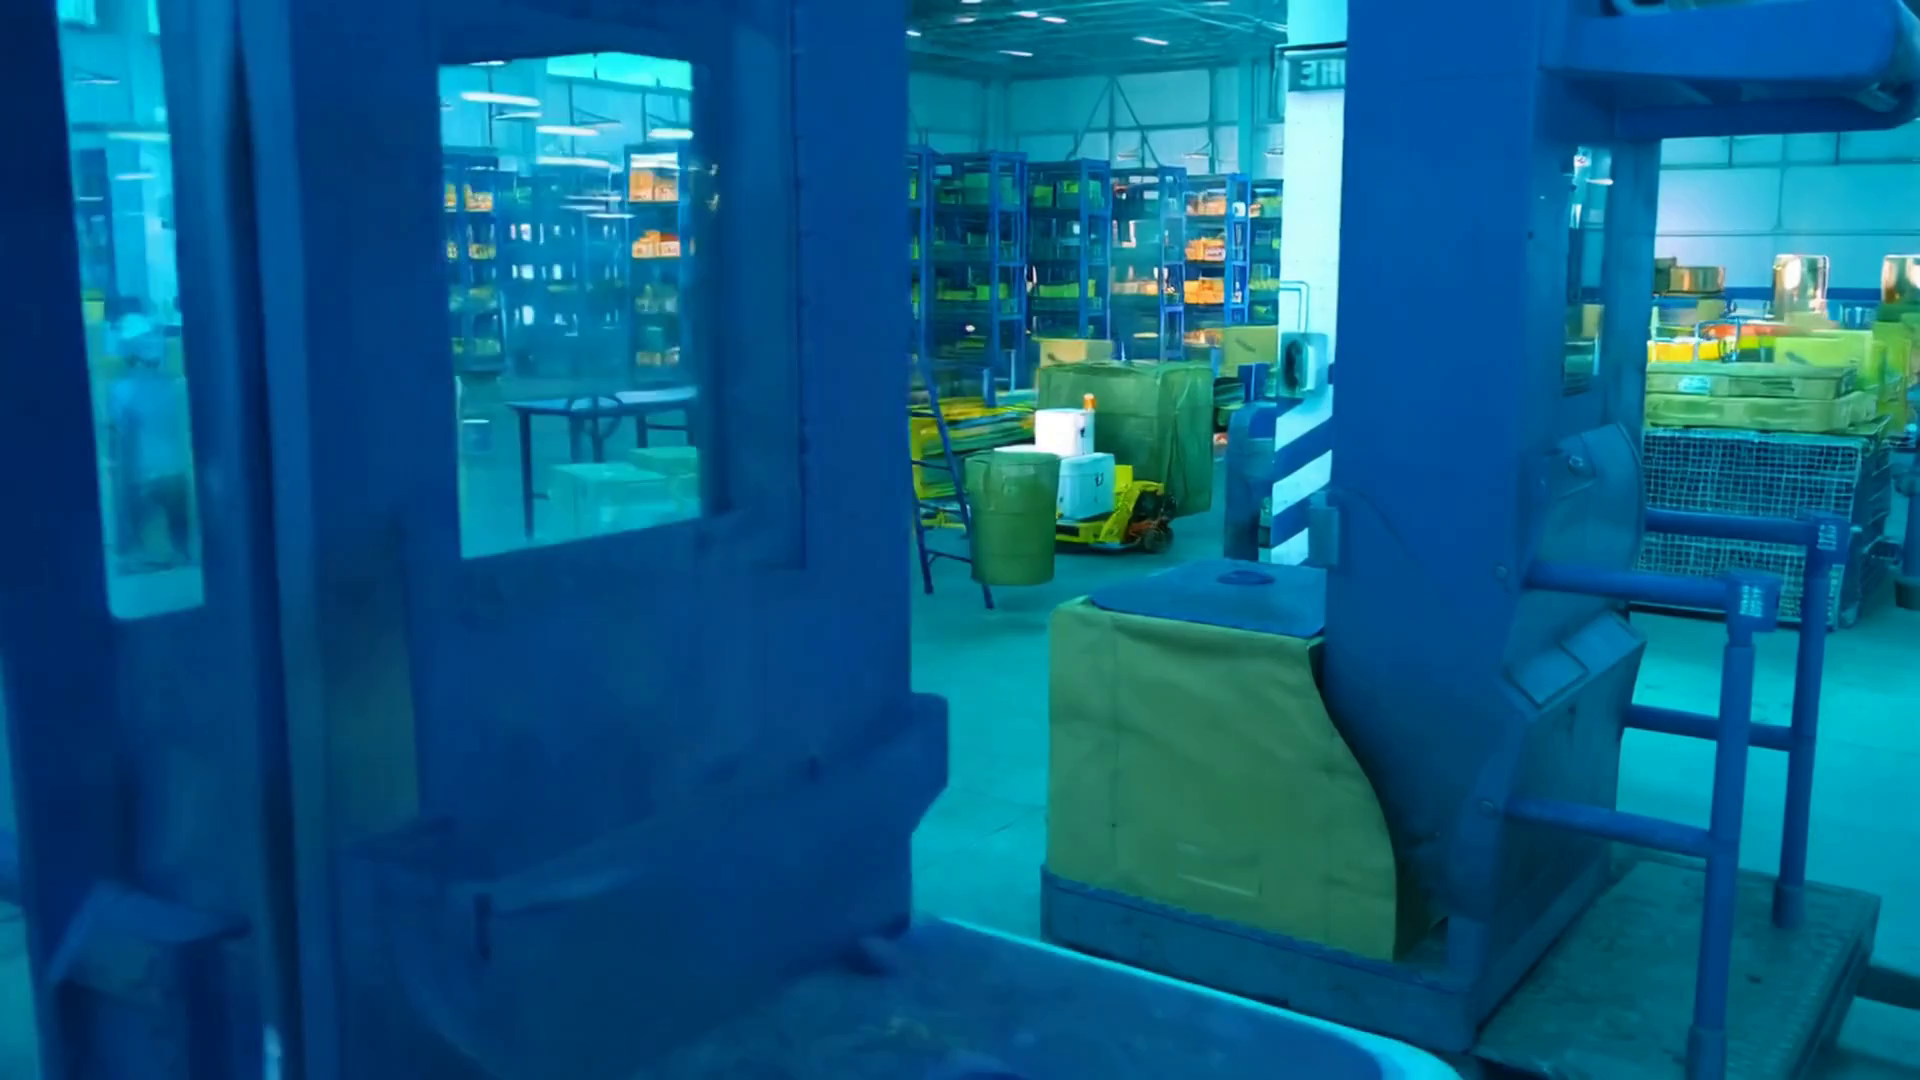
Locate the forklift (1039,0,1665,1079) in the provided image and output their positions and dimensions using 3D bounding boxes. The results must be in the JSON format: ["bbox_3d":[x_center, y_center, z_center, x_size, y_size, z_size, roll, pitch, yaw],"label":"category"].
[{"bbox_3d":[1.249,-0.137,4.360,1.873,2.768,1.129,7,12,35],"label":"forklift"}]

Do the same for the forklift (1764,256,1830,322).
[{"bbox_3d":[20.253,-5.854,40.139,1.157,1.987,2.680,7,12,35],"label":"forklift"}]

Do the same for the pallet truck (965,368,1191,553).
[{"bbox_3d":[0.845,-0.609,11.869,1.630,1.274,0.653,7,12,35],"label":"pallet truck"}]

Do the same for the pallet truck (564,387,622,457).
[{"bbox_3d":[-1.981,-0.274,10.088,0.680,1.201,1.601,-5,11,-28],"label":"pallet truck"}]

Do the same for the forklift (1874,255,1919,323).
[{"bbox_3d":[22.089,-5.634,38.796,1.157,1.987,2.680,6,11,33],"label":"forklift"}]

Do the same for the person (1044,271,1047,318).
[{"bbox_3d":[1.952,-5.575,39.936,0.404,1.818,0.605,-5,11,-29],"label":"person"}]

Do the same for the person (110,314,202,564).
[{"bbox_3d":[-4.434,-0.390,9.284,0.779,1.735,0.538,3,10,18],"label":"person"}]
